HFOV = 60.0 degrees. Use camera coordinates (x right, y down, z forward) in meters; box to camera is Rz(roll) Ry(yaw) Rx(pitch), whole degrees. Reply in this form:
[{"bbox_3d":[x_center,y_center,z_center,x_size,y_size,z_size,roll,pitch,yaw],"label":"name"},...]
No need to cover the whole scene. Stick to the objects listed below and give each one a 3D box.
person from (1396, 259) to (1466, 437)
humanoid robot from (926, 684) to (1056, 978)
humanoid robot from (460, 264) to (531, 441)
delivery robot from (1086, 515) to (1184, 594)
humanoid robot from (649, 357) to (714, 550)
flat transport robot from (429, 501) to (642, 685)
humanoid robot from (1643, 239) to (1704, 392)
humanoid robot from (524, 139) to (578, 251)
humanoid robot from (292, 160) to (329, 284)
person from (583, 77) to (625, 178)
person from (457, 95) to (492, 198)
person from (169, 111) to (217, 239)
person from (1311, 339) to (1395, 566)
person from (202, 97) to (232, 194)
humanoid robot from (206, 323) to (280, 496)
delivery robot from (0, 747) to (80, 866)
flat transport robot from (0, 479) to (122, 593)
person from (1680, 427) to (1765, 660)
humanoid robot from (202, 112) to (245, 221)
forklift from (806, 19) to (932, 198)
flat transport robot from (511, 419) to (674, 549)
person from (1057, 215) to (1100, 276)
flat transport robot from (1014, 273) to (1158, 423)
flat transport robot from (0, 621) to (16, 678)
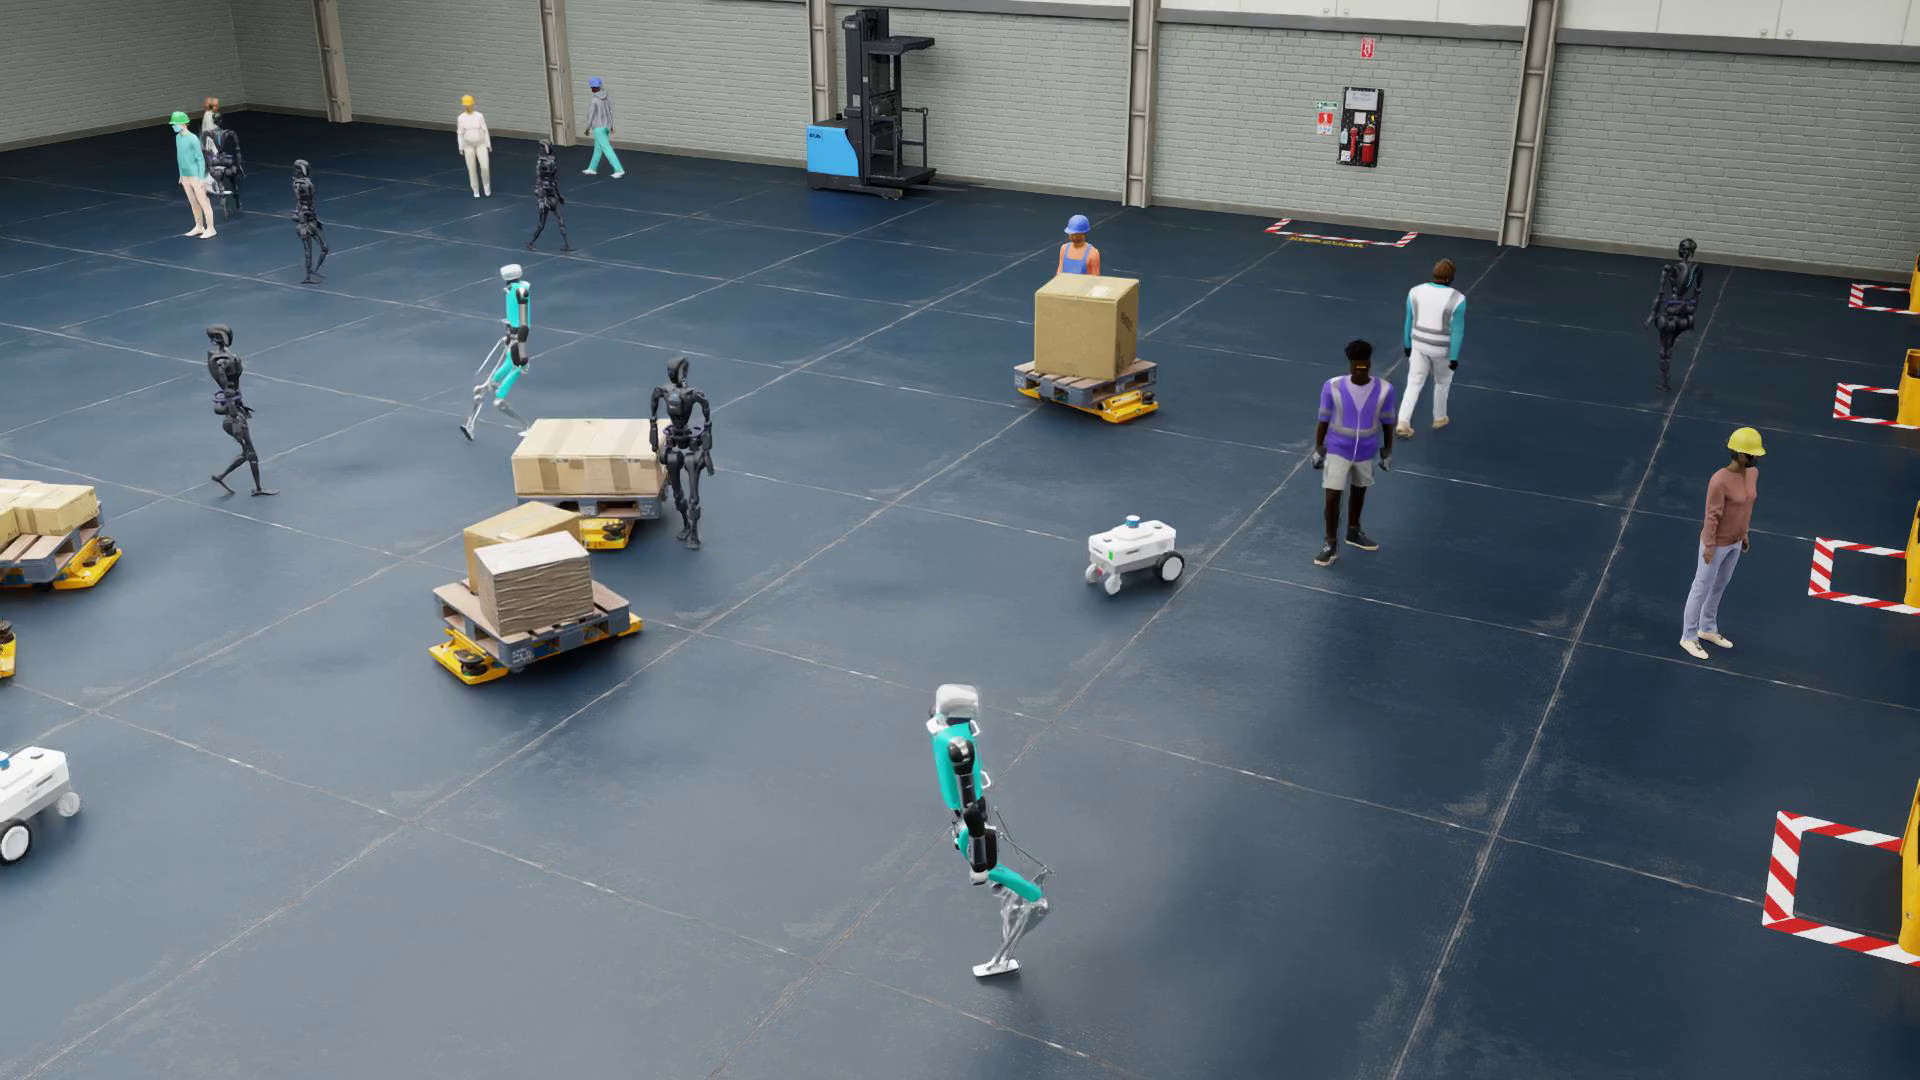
[{"bbox_3d":[4.737,-1.931,16.713,0.630,1.805,0.902,17,29,34],"label":"person"},{"bbox_3d":[0.206,1.597,8.721,0.750,1.889,0.542,-5,24,-12],"label":"humanoid robot"},{"bbox_3d":[-4.686,-1.814,16.581,0.939,1.798,0.568,-10,25,-22],"label":"humanoid robot"},{"bbox_3d":[1.426,0.094,13.598,0.799,0.608,0.499,-14,27,-29],"label":"delivery robot"},{"bbox_3d":[-2.386,-0.751,14.127,0.596,1.643,0.528,6,24,13],"label":"humanoid robot"},{"bbox_3d":[-3.186,0.700,12.534,1.431,0.231,0.659,-19,30,-37],"label":"flat transport robot"},{"bbox_3d":[7.755,-2.463,18.116,0.608,1.649,0.448,-7,24,-15],"label":"humanoid robot"},{"bbox_3d":[-5.974,-4.967,24.006,0.766,1.636,0.609,6,24,14],"label":"humanoid robot"},{"bbox_3d":[-8.744,-4.267,22.305,0.359,1.648,0.608,-1,23,-2],"label":"humanoid robot"},{"bbox_3d":[-6.293,-7.223,29.125,0.937,1.725,0.547,9,25,20],"label":"person"},{"bbox_3d":[-8.015,-6.503,27.493,0.529,1.684,0.438,-5,24,-12],"label":"person"},{"bbox_3d":[-11.463,-5.444,24.804,0.523,1.871,0.363,14,27,29],"label":"person"},{"bbox_3d":[3.272,-0.750,13.827,0.659,1.924,0.600,1,23,3],"label":"person"},{"bbox_3d":[-12.437,-6.549,27.697,0.414,1.621,0.519,-8,25,-19],"label":"person"},{"bbox_3d":[-6.633,-1.174,15.124,0.593,1.633,0.616,-7,24,-16],"label":"humanoid robot"},{"bbox_3d":[-5.794,1.595,10.108,0.499,0.611,0.809,7,24,16],"label":"delivery robot"},{"bbox_3d":[-7.763,0.208,13.677,1.431,0.231,0.659,-2,23,-5],"label":"flat transport robot"},{"bbox_3d":[5.635,0.010,12.243,0.523,1.768,0.306,-15,28,-32],"label":"person"},{"bbox_3d":[-11.608,-5.900,26.161,0.609,1.630,0.759,-9,25,-19],"label":"humanoid robot"},{"bbox_3d":[-1.573,-7.292,27.850,1.873,2.768,1.129,12,26,25],"label":"forklift"},{"bbox_3d":[-3.206,-0.276,14.804,0.659,0.231,1.431,0,23,-1],"label":"flat transport robot"},{"bbox_3d":[1.274,-2.609,18.166,0.520,1.905,0.372,13,26,27],"label":"person"},{"bbox_3d":[1.350,-1.565,17.807,0.659,0.231,1.431,-21,31,-40],"label":"flat transport robot"},{"bbox_3d":[-7.624,0.941,11.971,1.431,0.231,0.659,-11,26,-24],"label":"flat transport robot"}]
